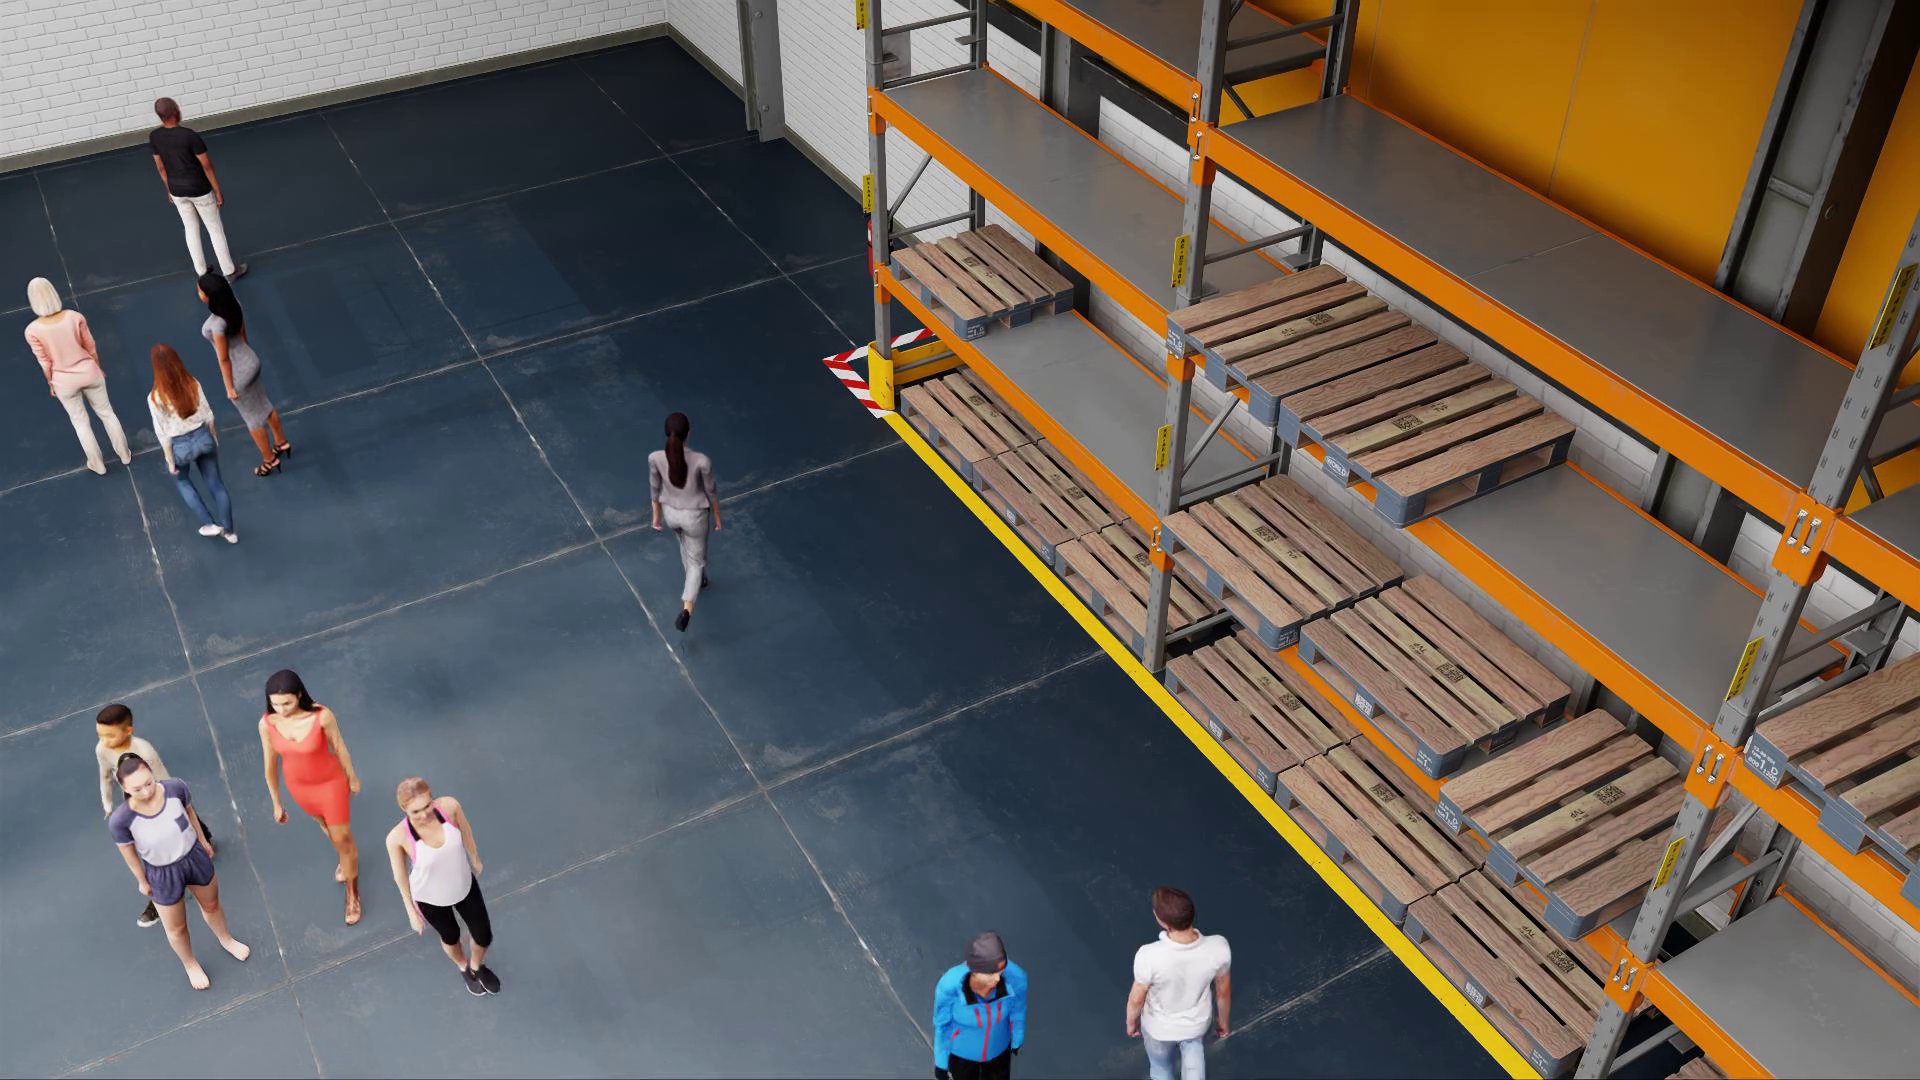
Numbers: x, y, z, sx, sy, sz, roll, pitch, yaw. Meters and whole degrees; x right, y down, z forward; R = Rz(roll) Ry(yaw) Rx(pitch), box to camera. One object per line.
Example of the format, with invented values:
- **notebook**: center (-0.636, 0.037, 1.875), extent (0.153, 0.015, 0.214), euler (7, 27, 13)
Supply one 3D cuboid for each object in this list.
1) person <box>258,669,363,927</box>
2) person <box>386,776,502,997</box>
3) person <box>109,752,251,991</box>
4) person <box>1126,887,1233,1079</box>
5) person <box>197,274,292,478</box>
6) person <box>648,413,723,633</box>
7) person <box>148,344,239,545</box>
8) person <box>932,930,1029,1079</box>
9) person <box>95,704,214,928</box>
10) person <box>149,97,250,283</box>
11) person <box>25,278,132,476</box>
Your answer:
- **person**: center (-3.763, 1.370, 9.752), extent (0.808, 1.699, 0.971), euler (-4, 39, -5)
- **person**: center (-2.862, 1.853, 9.090), extent (0.689, 1.771, 0.671), euler (-29, 47, -31)
- **person**: center (-4.363, 1.818, 9.230), extent (0.647, 1.651, 0.662), euler (26, 45, 29)
- **person**: center (1.093, 2.468, 8.275), extent (0.804, 1.828, 0.823), euler (-3, 39, -4)
- **person**: center (-5.604, -1.297, 13.028), extent (0.719, 1.778, 0.627), euler (3, 39, 4)
- **person**: center (-1.927, -0.096, 11.626), extent (1.026, 1.653, 1.118), euler (6, 39, 7)
- **person**: center (-5.632, -0.654, 12.272), extent (0.678, 1.719, 0.665), euler (31, 48, 33)
- **person**: center (0.069, 2.446, 8.333), extent (0.799, 1.788, 0.890), euler (-2, 39, -2)
- **person**: center (-4.738, 1.485, 9.826), extent (0.977, 1.427, 1.033), euler (10, 40, 12)
- **person**: center (-7.129, -3.234, 15.434), extent (0.756, 1.803, 0.762), euler (0, 39, 1)
- **person**: center (-6.946, -1.287, 13.059), extent (0.640, 1.725, 0.585), euler (-29, 47, -31)
